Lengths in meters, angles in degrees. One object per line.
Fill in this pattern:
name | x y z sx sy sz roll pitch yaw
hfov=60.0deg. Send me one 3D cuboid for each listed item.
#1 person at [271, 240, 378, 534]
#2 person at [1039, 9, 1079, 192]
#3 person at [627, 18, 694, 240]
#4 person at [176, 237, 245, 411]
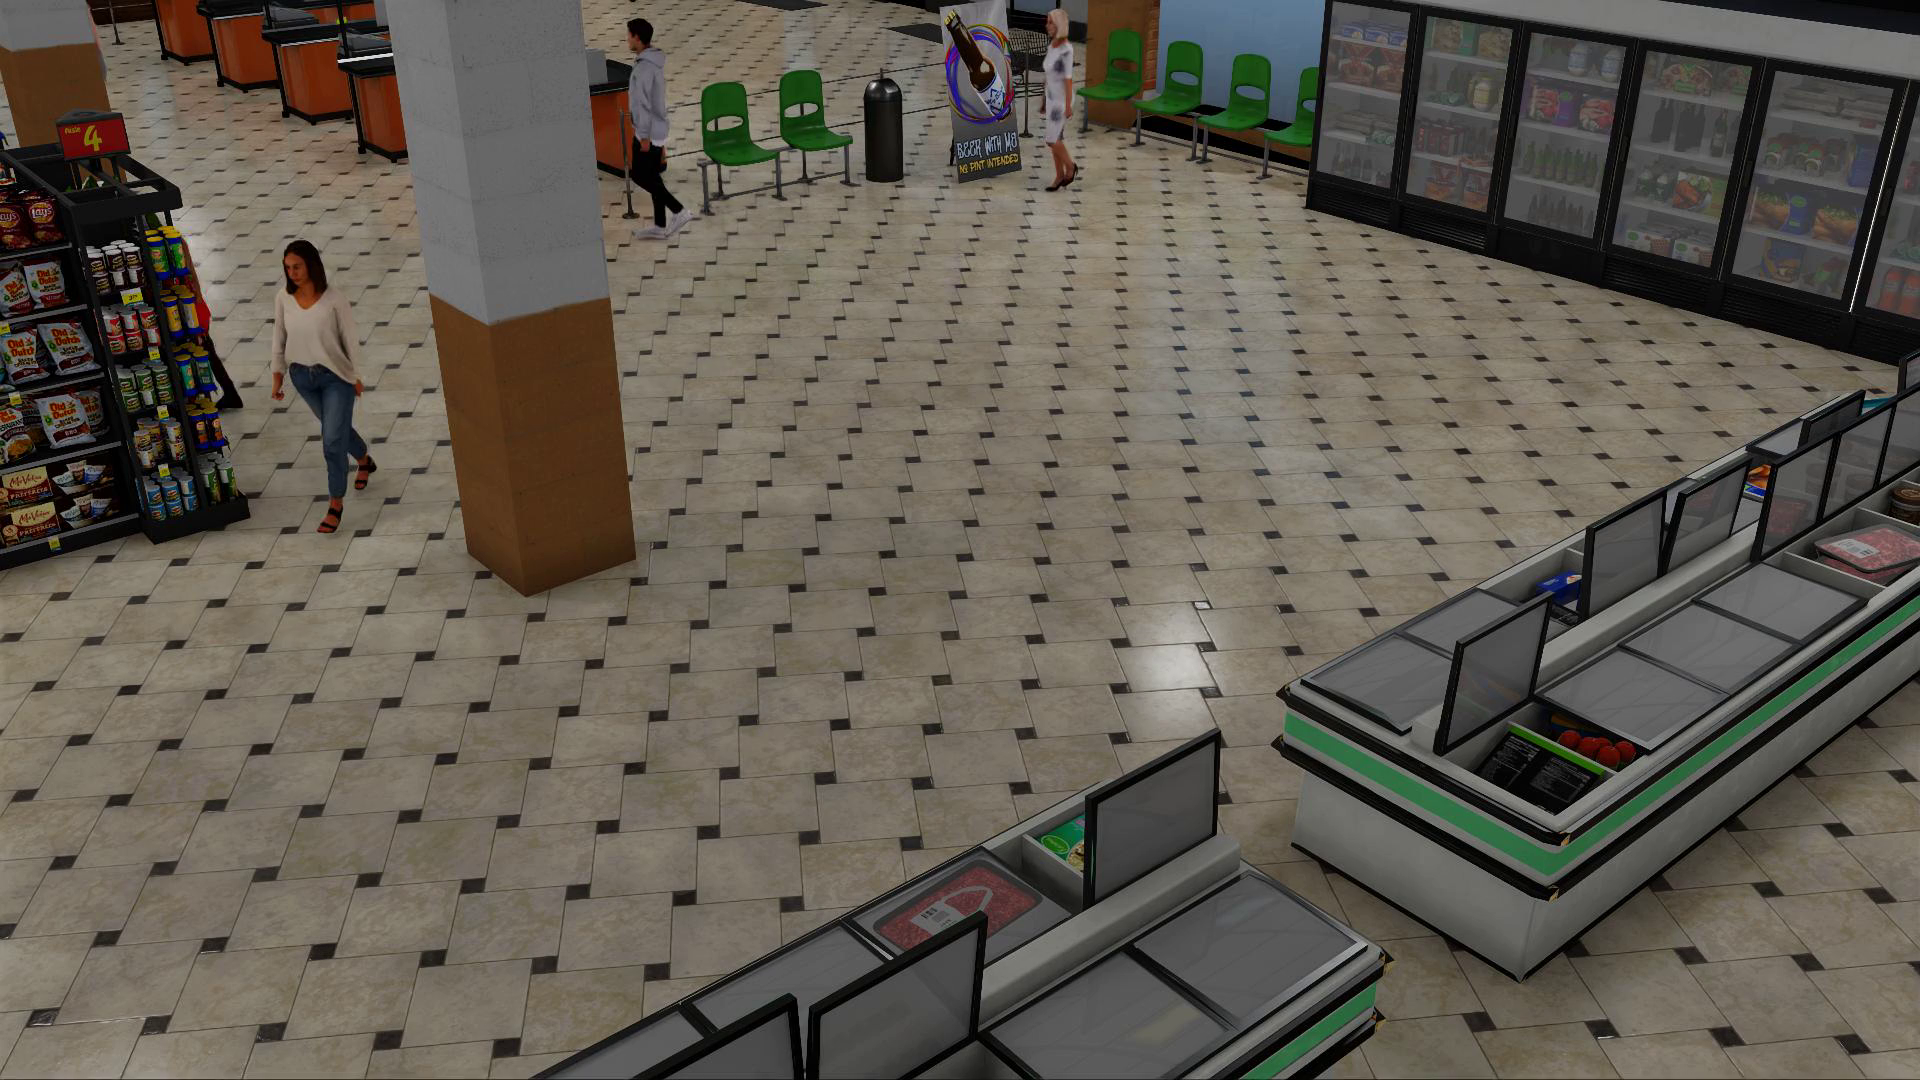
person | -3.679 -0.955 9.721 0.987 1.642 1.118 5 27 10
person | 1.028 -4.239 16.093 0.700 1.735 0.654 -12 29 -22
person | -2.622 -3.587 14.612 0.965 1.912 0.900 -2 27 -4
person | -5.051 -1.409 11.042 0.881 1.257 0.702 -7 28 -13
